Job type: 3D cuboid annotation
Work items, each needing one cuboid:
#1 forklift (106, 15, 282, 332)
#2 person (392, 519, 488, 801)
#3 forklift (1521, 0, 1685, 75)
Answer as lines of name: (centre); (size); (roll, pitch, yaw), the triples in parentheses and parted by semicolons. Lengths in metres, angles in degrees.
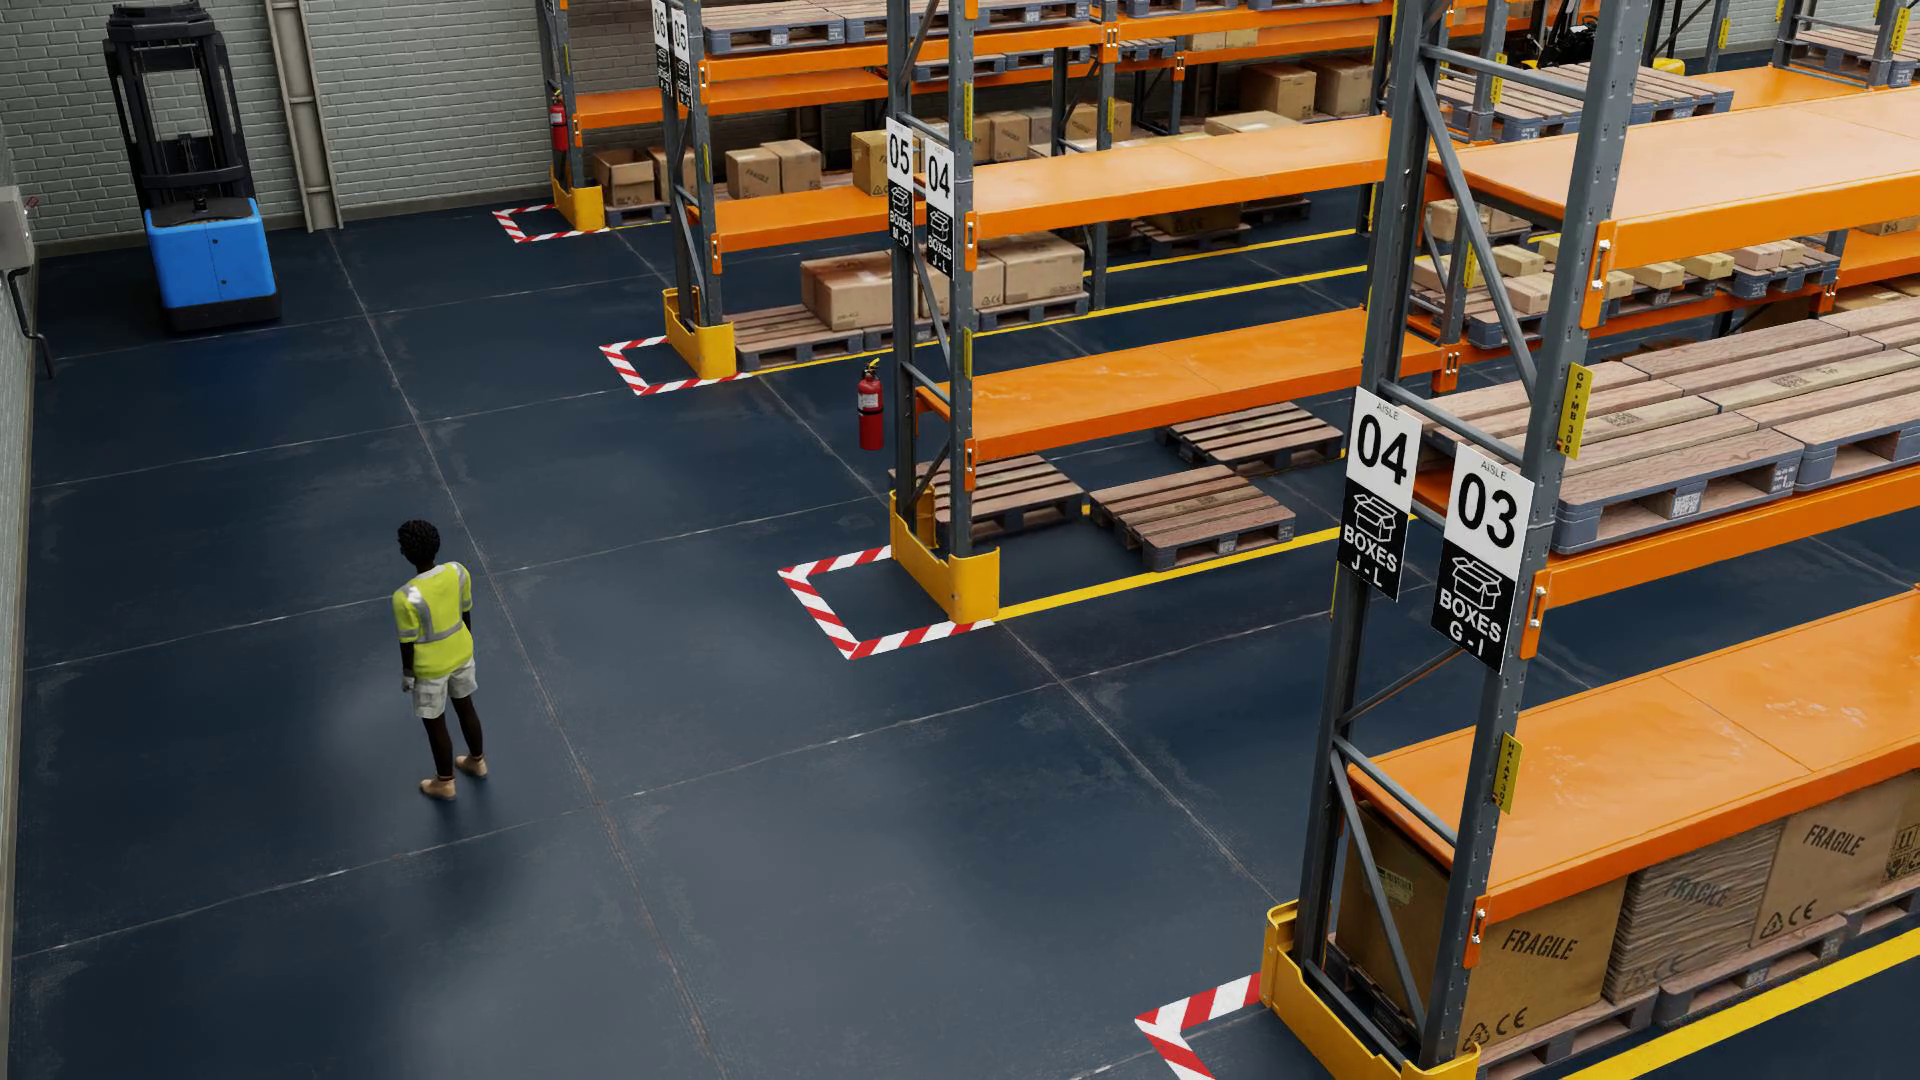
forklift: (-7.548, -3.672, 16.323); (1.129, 2.768, 1.873); (-12, 30, -22)
person: (-2.904, 0.663, 9.292); (0.321, 1.686, 0.537); (13, 30, 24)
forklift: (8.950, -6.807, 23.056); (1.214, 2.155, 2.313); (-12, 30, -22)
